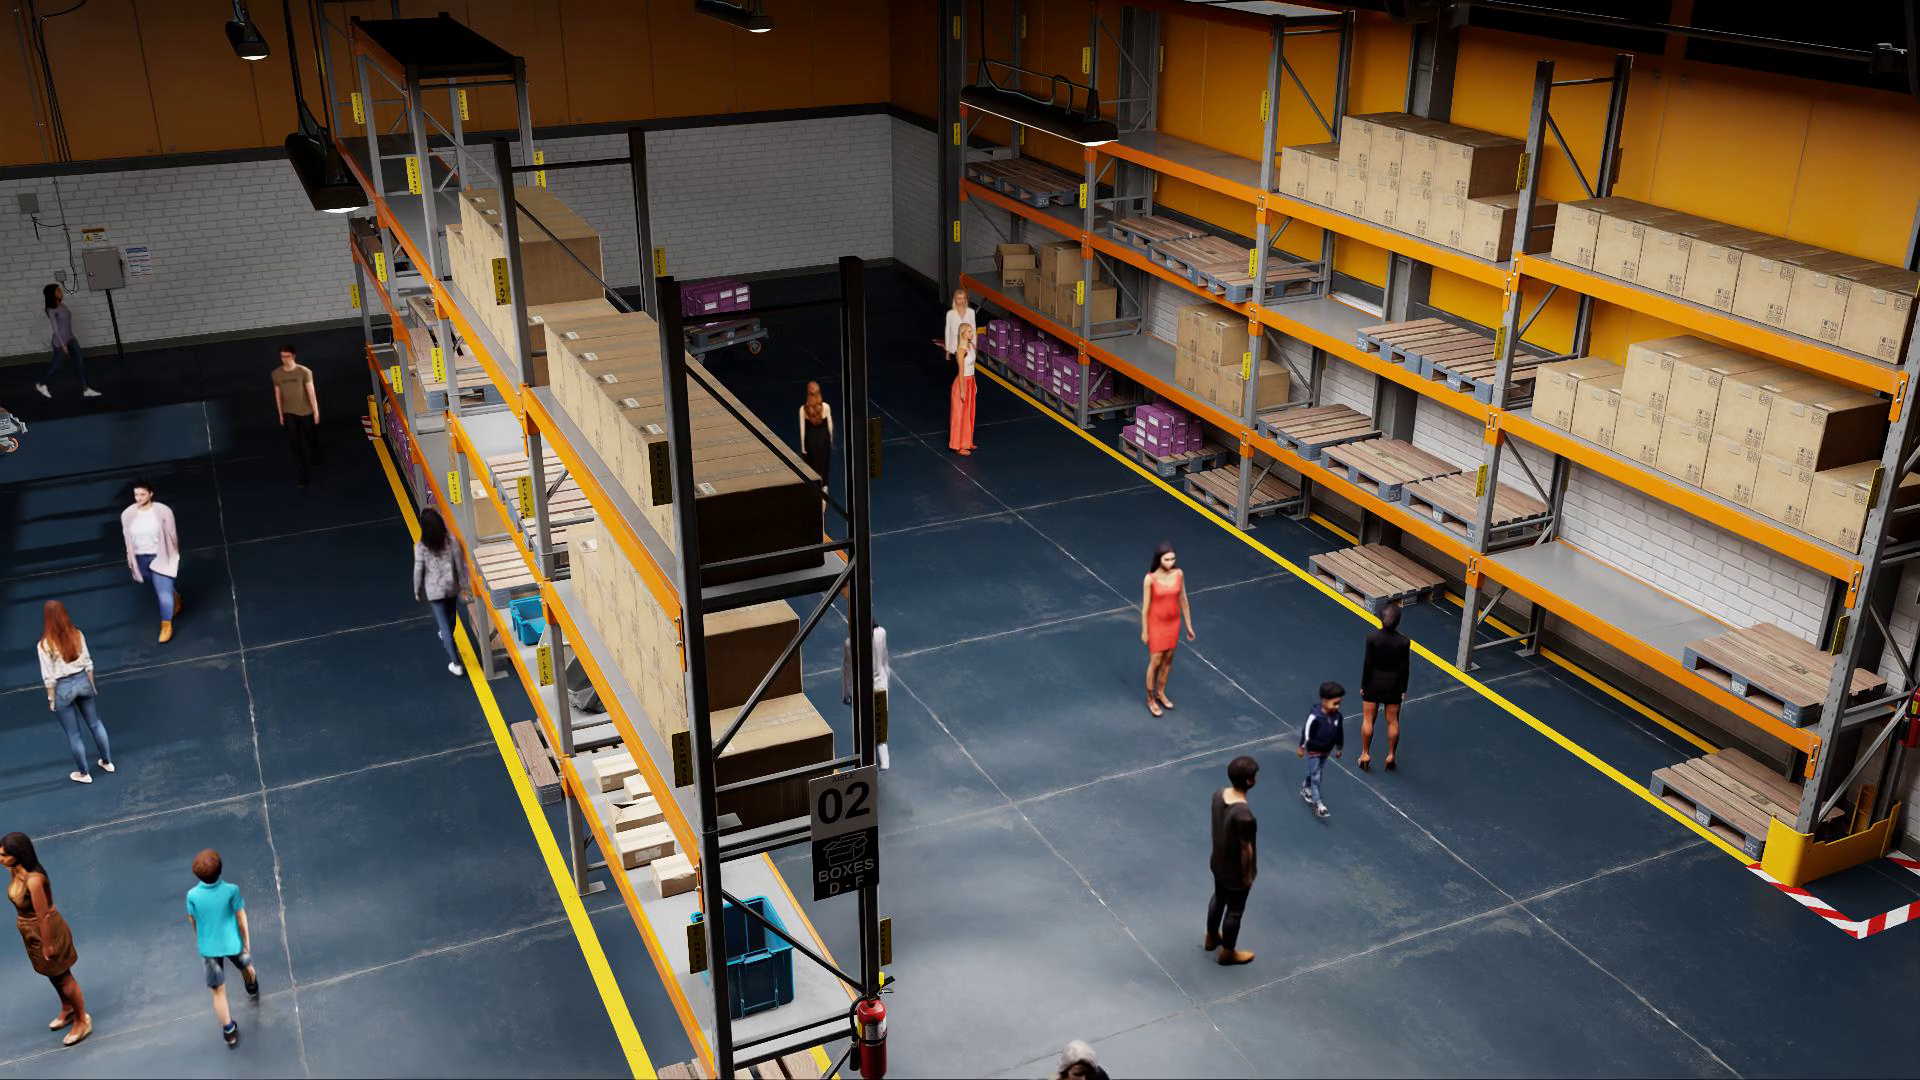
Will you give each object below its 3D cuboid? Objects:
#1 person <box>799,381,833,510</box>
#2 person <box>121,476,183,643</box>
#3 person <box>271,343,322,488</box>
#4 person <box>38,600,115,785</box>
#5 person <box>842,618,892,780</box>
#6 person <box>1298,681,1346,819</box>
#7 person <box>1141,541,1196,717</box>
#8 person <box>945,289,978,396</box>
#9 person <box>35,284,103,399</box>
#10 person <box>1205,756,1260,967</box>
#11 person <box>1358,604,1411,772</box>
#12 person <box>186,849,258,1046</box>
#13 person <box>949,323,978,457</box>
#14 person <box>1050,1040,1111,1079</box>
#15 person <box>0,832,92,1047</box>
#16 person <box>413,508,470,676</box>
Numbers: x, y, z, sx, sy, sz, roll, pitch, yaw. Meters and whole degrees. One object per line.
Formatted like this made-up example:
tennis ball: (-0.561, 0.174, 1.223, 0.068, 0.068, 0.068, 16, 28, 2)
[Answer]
person: (-1.750, -1.138, 20.532, 0.794, 1.580, 1.137, -3, 24, -6)
person: (-8.424, 0.139, 17.445, 0.943, 1.713, 1.200, -1, 24, -2)
person: (-8.492, -1.647, 21.391, 0.843, 1.825, 1.209, -5, 24, -11)
person: (-7.839, 1.333, 14.699, 0.657, 1.725, 0.653, 15, 28, 31)
person: (-0.766, 1.360, 14.594, 0.646, 1.759, 0.690, -13, 27, -27)
person: (3.088, 1.750, 14.401, 0.566, 1.198, 0.763, -7, 25, -16)
person: (1.933, 0.794, 15.945, 0.598, 1.714, 0.621, -11, 26, -23)
person: (-0.013, -2.692, 23.761, 0.671, 1.841, 1.030, -7, 25, -15)
person: (-13.234, -2.875, 24.350, 0.980, 1.703, 1.141, 0, 24, 0)
person: (2.010, 2.370, 12.340, 0.681, 1.714, 0.496, -9, 25, -19)
person: (3.776, 1.323, 14.829, 0.692, 1.639, 0.749, 5, 24, 11)
person: (-5.160, 2.856, 11.605, 0.561, 1.413, 0.936, -9, 25, -19)
person: (0.064, -2.043, 22.325, 0.782, 1.802, 0.730, 9, 25, 20)
person: (0.626, 3.554, 9.659, 0.702, 1.692, 1.205, -16, 28, -31)
person: (-6.345, 2.738, 11.532, 0.584, 1.686, 0.694, 18, 29, 35)
person: (-5.119, 0.541, 16.554, 0.786, 1.691, 1.141, -16, 28, -32)
